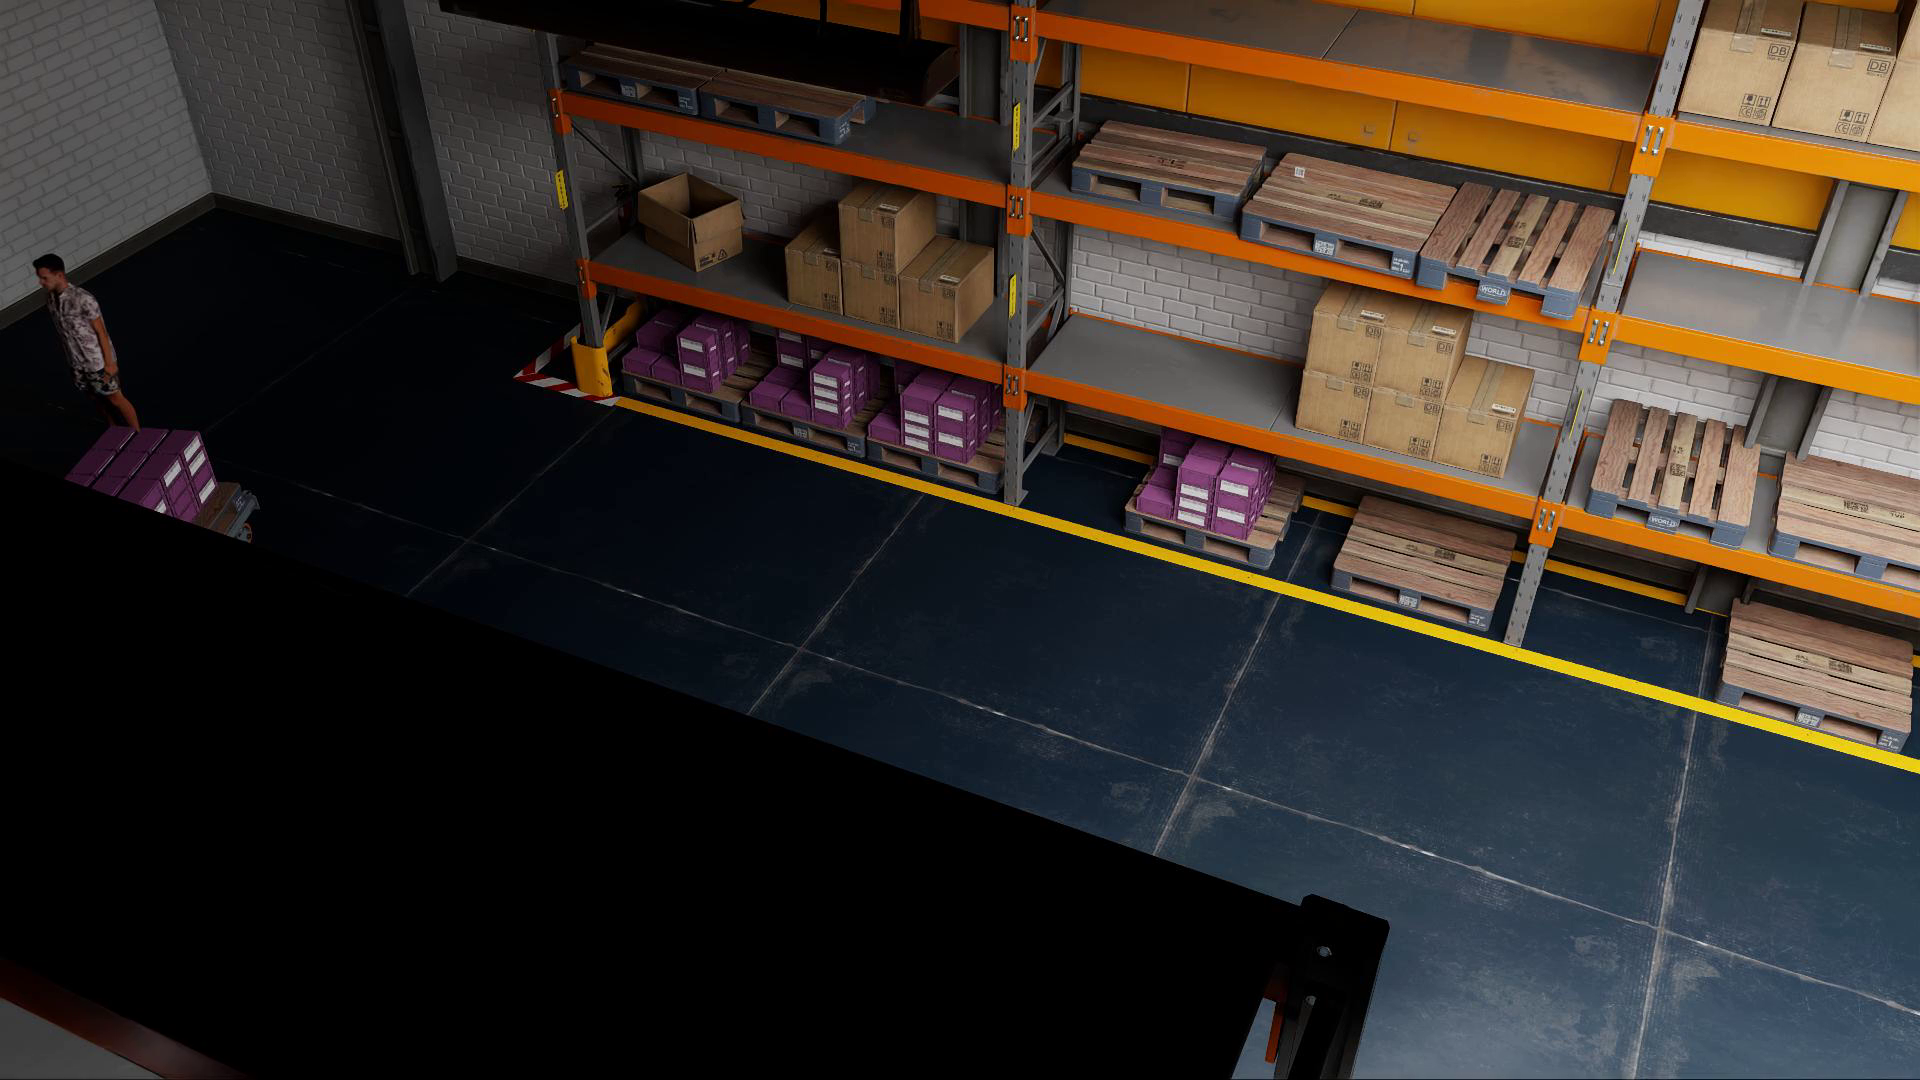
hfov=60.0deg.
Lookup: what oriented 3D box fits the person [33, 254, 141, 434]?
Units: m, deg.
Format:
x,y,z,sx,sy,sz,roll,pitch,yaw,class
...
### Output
x,y,z,sx,sy,sz,roll,pitch,yaw,class
-7.105,-1.538,13.599,0.506,1.811,0.728,15,41,18,person
